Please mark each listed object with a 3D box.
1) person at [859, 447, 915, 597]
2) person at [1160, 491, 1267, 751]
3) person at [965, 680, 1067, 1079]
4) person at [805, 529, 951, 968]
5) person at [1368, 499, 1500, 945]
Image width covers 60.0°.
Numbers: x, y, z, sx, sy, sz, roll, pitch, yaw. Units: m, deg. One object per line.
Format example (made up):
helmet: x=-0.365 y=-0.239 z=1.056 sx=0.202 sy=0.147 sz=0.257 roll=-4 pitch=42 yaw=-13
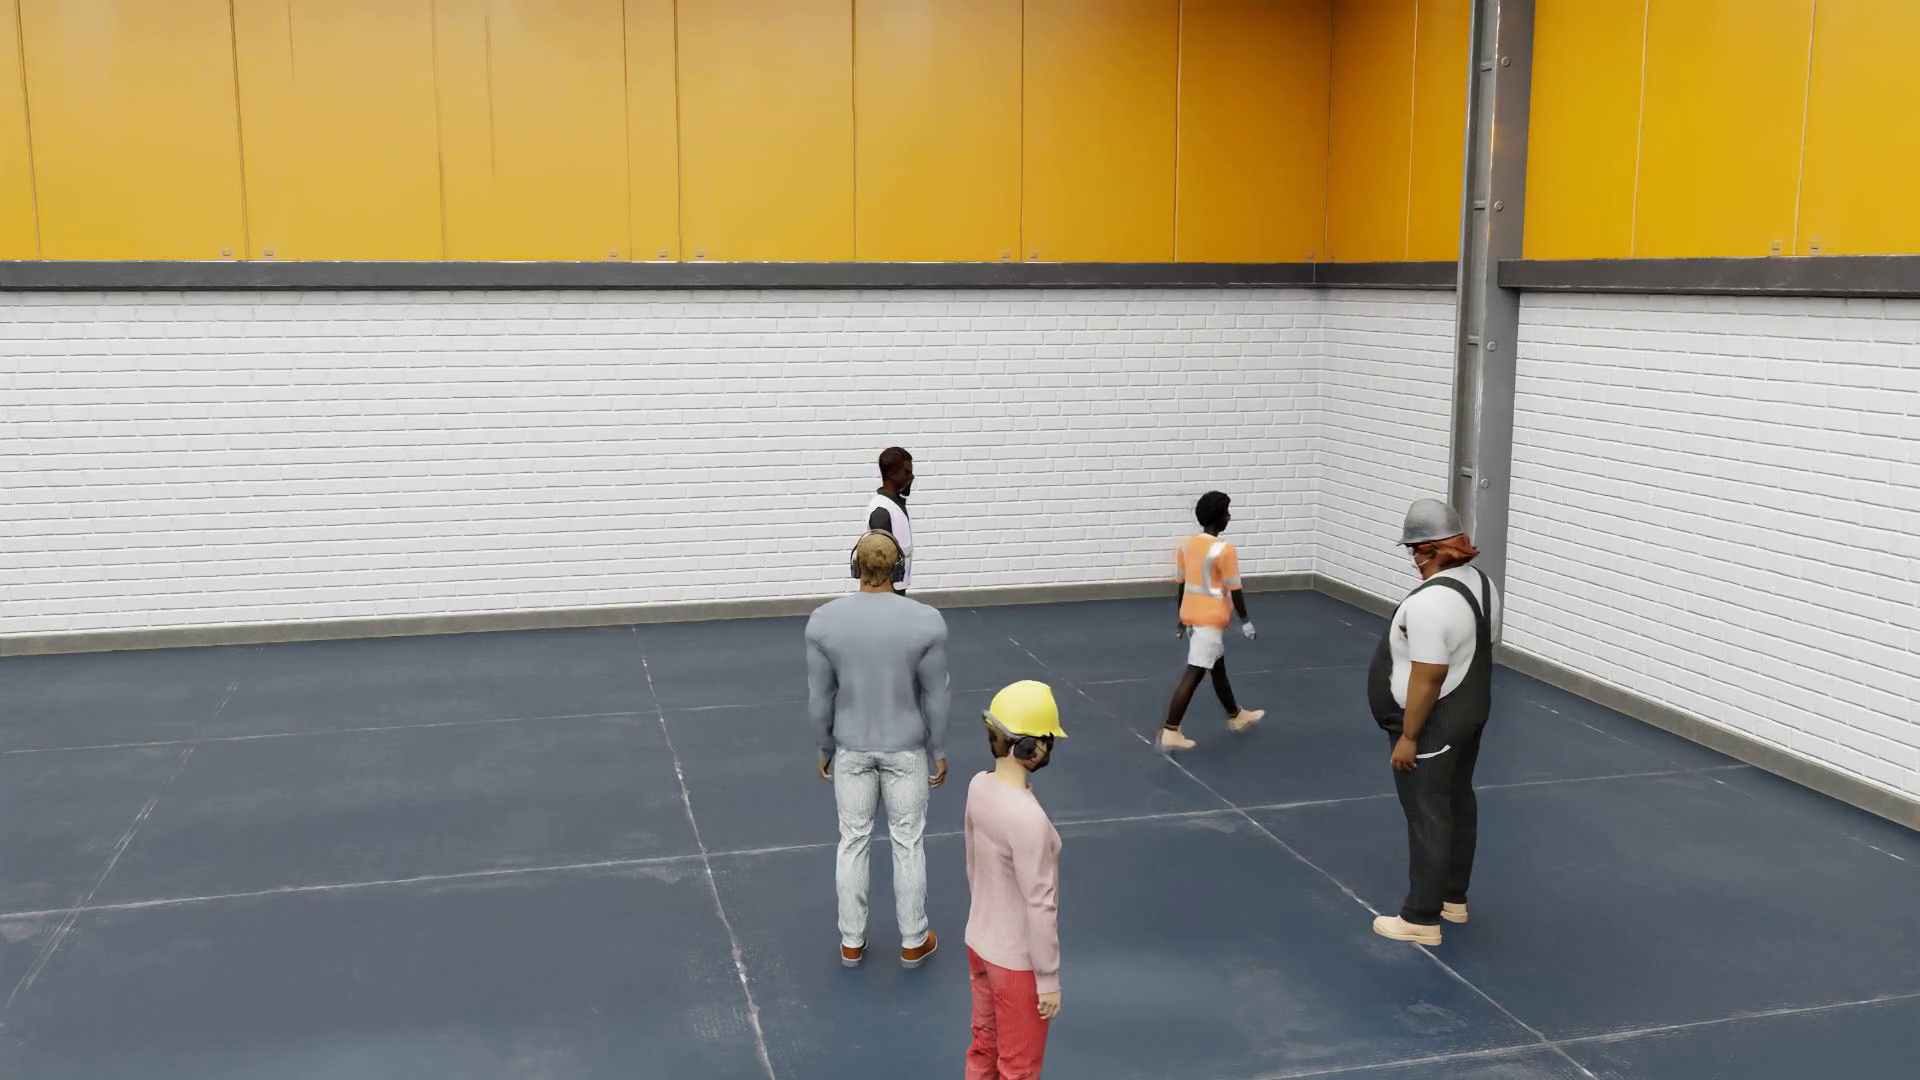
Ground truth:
person: x=-0.465 y=0.345 z=10.856 sx=0.376 sy=1.915 sz=0.600 roll=1 pitch=9 yaw=4
person: x=1.632 y=0.511 z=10.632 sx=0.883 sy=1.647 sz=0.539 roll=-3 pitch=10 yaw=-21
person: x=0.186 y=1.313 z=5.297 sx=0.318 sy=1.764 sz=0.522 roll=-4 pitch=10 yaw=-23
person: x=-0.349 y=0.911 z=7.251 sx=0.631 sy=1.940 sz=0.372 roll=1 pitch=9 yaw=6
person: x=2.126 y=0.805 z=7.599 sx=0.536 sy=2.000 sz=0.672 roll=8 pitch=12 yaw=39
